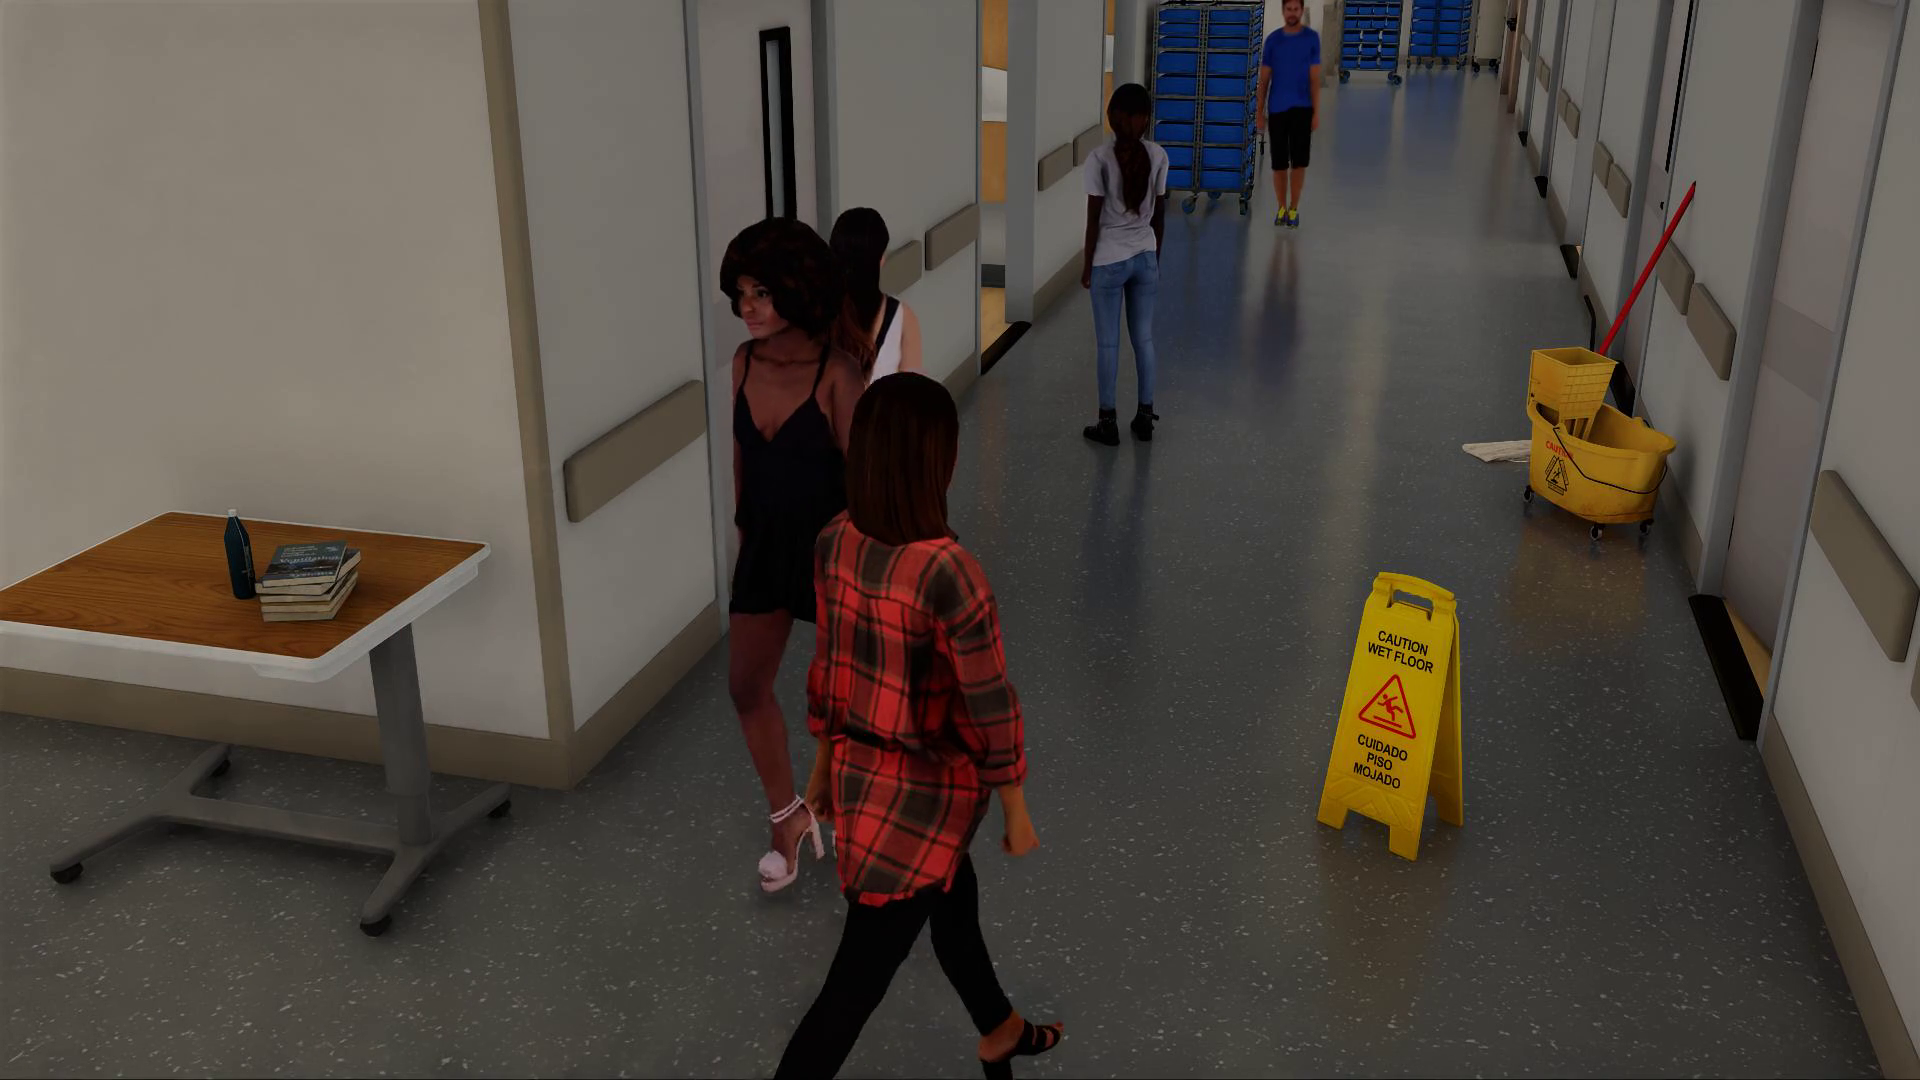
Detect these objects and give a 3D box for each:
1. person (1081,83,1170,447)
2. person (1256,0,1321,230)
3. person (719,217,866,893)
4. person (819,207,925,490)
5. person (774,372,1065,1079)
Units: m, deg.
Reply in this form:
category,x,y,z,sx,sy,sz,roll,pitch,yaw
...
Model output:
category,x,y,z,sx,sy,sz,roll,pitch,yaw
person,0.793,-1.319,8.011,0.671,1.719,0.706,-8,22,-20
person,2.700,-3.497,13.575,0.657,1.851,0.770,7,22,17
person,-0.371,0.037,4.356,0.690,1.772,0.721,8,22,19
person,-0.304,-0.147,5.065,0.773,1.614,1.133,0,21,0
person,-0.178,0.552,3.162,1.232,1.655,1.077,-16,26,-35
